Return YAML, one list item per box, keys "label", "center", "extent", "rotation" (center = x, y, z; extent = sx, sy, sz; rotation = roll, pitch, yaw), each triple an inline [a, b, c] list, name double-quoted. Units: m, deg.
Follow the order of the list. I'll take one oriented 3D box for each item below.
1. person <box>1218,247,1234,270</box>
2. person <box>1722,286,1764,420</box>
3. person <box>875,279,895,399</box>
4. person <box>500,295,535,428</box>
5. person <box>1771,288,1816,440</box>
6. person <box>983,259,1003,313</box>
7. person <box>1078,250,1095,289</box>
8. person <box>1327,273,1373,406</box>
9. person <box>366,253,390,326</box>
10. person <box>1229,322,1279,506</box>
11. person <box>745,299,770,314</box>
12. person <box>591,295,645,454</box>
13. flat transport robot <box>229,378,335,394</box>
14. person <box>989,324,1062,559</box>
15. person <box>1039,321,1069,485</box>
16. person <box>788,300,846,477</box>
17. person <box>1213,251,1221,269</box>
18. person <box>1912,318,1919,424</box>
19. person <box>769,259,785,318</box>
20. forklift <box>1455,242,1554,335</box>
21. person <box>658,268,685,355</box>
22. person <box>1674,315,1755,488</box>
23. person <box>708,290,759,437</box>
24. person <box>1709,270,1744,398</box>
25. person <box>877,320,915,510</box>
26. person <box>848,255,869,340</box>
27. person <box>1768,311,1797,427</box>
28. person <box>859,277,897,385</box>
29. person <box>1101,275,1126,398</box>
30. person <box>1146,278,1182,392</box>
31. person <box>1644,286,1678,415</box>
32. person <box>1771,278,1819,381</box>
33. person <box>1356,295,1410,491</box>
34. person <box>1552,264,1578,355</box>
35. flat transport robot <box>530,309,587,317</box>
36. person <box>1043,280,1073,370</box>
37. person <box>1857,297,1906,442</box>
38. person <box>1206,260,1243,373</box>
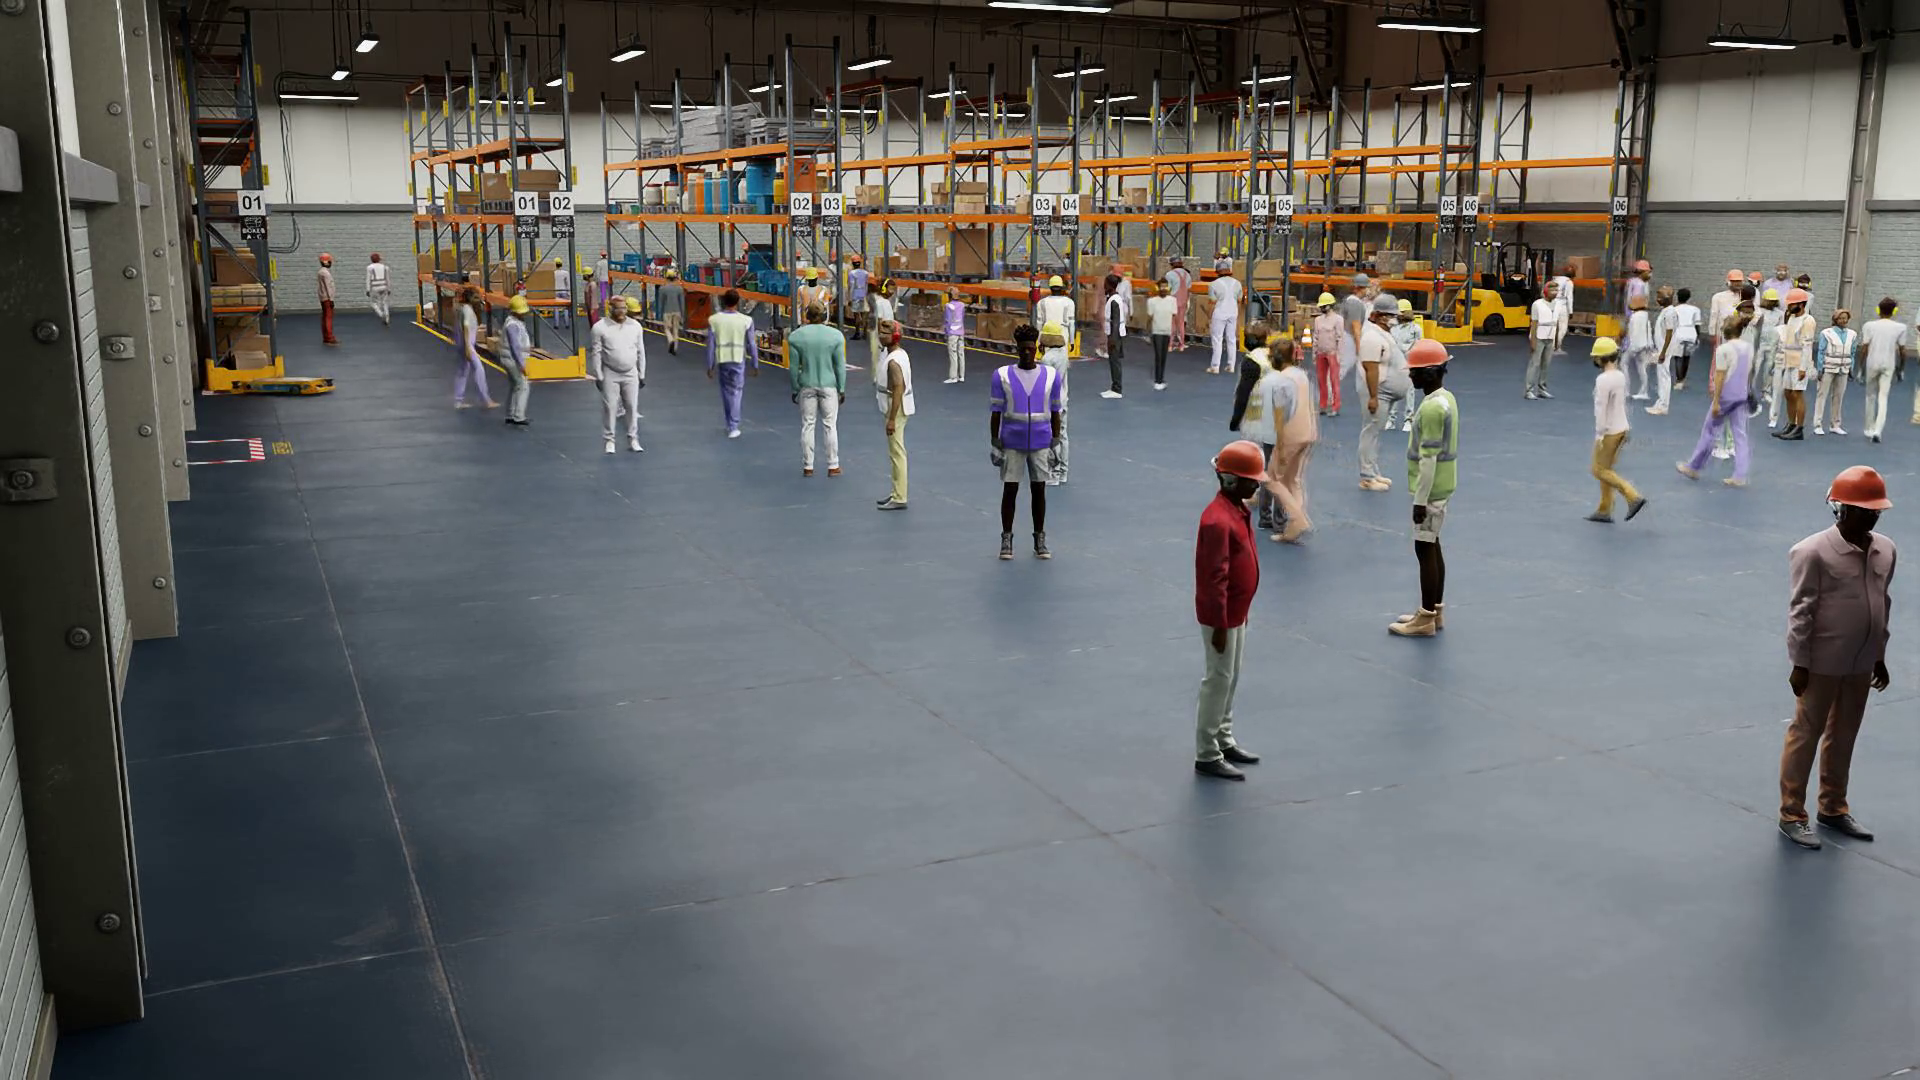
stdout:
- label: "person"
  center: [8.124, -8.063, 51.065]
  extent: [0.403, 1.826, 0.604]
  rotation: [-10, 15, -42]
- label: "person"
  center: [10.926, -2.606, 23.226]
  extent: [0.994, 1.868, 0.595]
  rotation: [-10, 15, -42]
- label: "person"
  center: [-1.143, -3.108, 25.780]
  extent: [0.328, 1.865, 0.519]
  rotation: [3, 11, 13]
- label: "person"
  center: [-5.957, -2.398, 22.354]
  extent: [0.437, 1.792, 0.618]
  rotation: [-2, 11, -12]
- label: "person"
  center: [10.635, -2.239, 21.209]
  extent: [0.393, 1.927, 0.550]
  rotation: [0, 11, 1]
- label: "person"
  center: [0.783, -6.660, 43.418]
  extent: [0.610, 2.023, 0.409]
  rotation: [-5, 12, -23]
- label: "person"
  center: [3.539, -7.278, 47.023]
  extent: [0.627, 1.847, 0.429]
  rotation: [-1, 11, -7]
- label: "person"
  center: [5.895, -2.995, 24.753]
  extent: [1.046, 2.000, 0.692]
  rotation: [4, 12, 19]
- label: "person"
  center: [-14.875, -6.406, 42.535]
  extent: [0.489, 1.859, 0.702]
  rotation: [10, 15, 40]
- label: "person"
  center: [2.902, -1.223, 16.317]
  extent: [0.435, 1.824, 0.626]
  rotation: [6, 13, 29]
- label: "person"
  center: [-5.797, -7.314, 47.843]
  extent: [0.512, 1.597, 0.838]
  rotation: [8, 14, 36]
- label: "person"
  center: [-4.089, -1.987, 20.015]
  extent: [0.645, 1.898, 0.396]
  rotation: [-6, 13, -28]
- label: "flat transport robot"
  center: [-10.851, -2.477, 26.629]
  extent: [1.431, 0.197, 0.652]
  rotation: [0, 11, -1]
- label: "person"
  center: [0.550, -0.815, 13.858]
  extent: [0.613, 1.964, 0.361]
  rotation: [-1, 11, -6]
- label: "person"
  center: [0.976, -1.457, 17.696]
  extent: [0.294, 1.744, 0.484]
  rotation: [6, 13, 27]
- label: "person"
  center: [-1.551, -1.647, 18.161]
  extent: [0.627, 1.940, 0.373]
  rotation: [1, 11, 3]
- label: "person"
  center: [8.359, -8.562, 54.080]
  extent: [0.285, 1.633, 0.497]
  rotation: [2, 11, 12]
- label: "person"
  center: [13.389, -2.583, 22.655]
  extent: [0.736, 2.000, 0.535]
  rotation: [-7, 13, -30]
- label: "person"
  center: [-5.106, -7.006, 45.928]
  extent: [0.553, 1.735, 0.379]
  rotation: [5, 12, 24]
- label: "forklift"
  center: [13.047, -6.049, 39.881]
  extent: [2.313, 2.155, 1.214]
  rotation: [-5, 12, -23]
- label: "person"
  center: [-5.833, -4.613, 33.690]
  extent: [0.543, 1.752, 0.484]
  rotation: [-4, 12, -20]
- label: "person"
  center: [8.109, -1.488, 17.693]
  extent: [0.542, 1.798, 0.936]
  rotation: [-4, 12, -19]
- label: "person"
  center: [-2.946, -2.314, 21.729]
  extent: [0.630, 1.865, 1.000]
  rotation: [1, 11, 4]
- label: "person"
  center: [12.019, -3.216, 25.987]
  extent: [0.612, 1.997, 0.376]
  rotation: [1, 11, 4]
- label: "person"
  center: [-0.630, -1.217, 16.202]
  extent: [0.384, 1.849, 0.569]
  rotation: [0, 11, -1]
- label: "person"
  center: [-2.330, -5.503, 37.779]
  extent: [0.376, 1.931, 0.542]
  rotation: [11, 15, 43]
- label: "person"
  center: [11.137, -2.311, 22.328]
  extent: [0.514, 1.634, 0.312]
  rotation: [6, 13, 30]
- label: "person"
  center: [-1.360, -3.459, 27.700]
  extent: [0.630, 1.800, 0.862]
  rotation: [0, 11, 0]
- label: "person"
  center: [2.413, -3.185, 26.027]
  extent: [0.375, 1.917, 0.592]
  rotation: [1, 11, 3]
- label: "person"
  center: [3.308, -3.299, 26.858]
  extent: [0.516, 1.828, 0.946]
  rotation: [-3, 11, -13]
- label: "person"
  center: [10.049, -2.702, 23.772]
  extent: [0.346, 1.842, 0.506]
  rotation: [4, 12, 18]
- label: "person"
  center: [14.379, -3.583, 28.365]
  extent: [0.977, 1.789, 0.524]
  rotation: [3, 12, 17]
- label: "person"
  center: [4.419, -1.546, 17.389]
  extent: [0.535, 2.000, 0.684]
  rotation: [5, 12, 22]
- label: "person"
  center: [12.198, -4.690, 33.847]
  extent: [0.433, 1.853, 0.718]
  rotation: [-3, 11, -13]
- label: "flat transport robot"
  center: [-11.184, -6.354, 46.333]
  extent: [1.431, 0.197, 0.652]
  rotation: [-9, 14, -39]
- label: "person"
  center: [1.790, -4.008, 30.865]
  extent: [0.538, 1.662, 0.819]
  rotation: [-5, 12, -25]
- label: "person"
  center: [11.709, -2.171, 21.128]
  extent: [0.533, 1.829, 0.967]
  rotation: [6, 12, 26]
- label: "person"
  center: [4.719, -4.037, 30.047]
  extent: [0.676, 2.000, 0.536]
  rotation: [-5, 12, -22]
